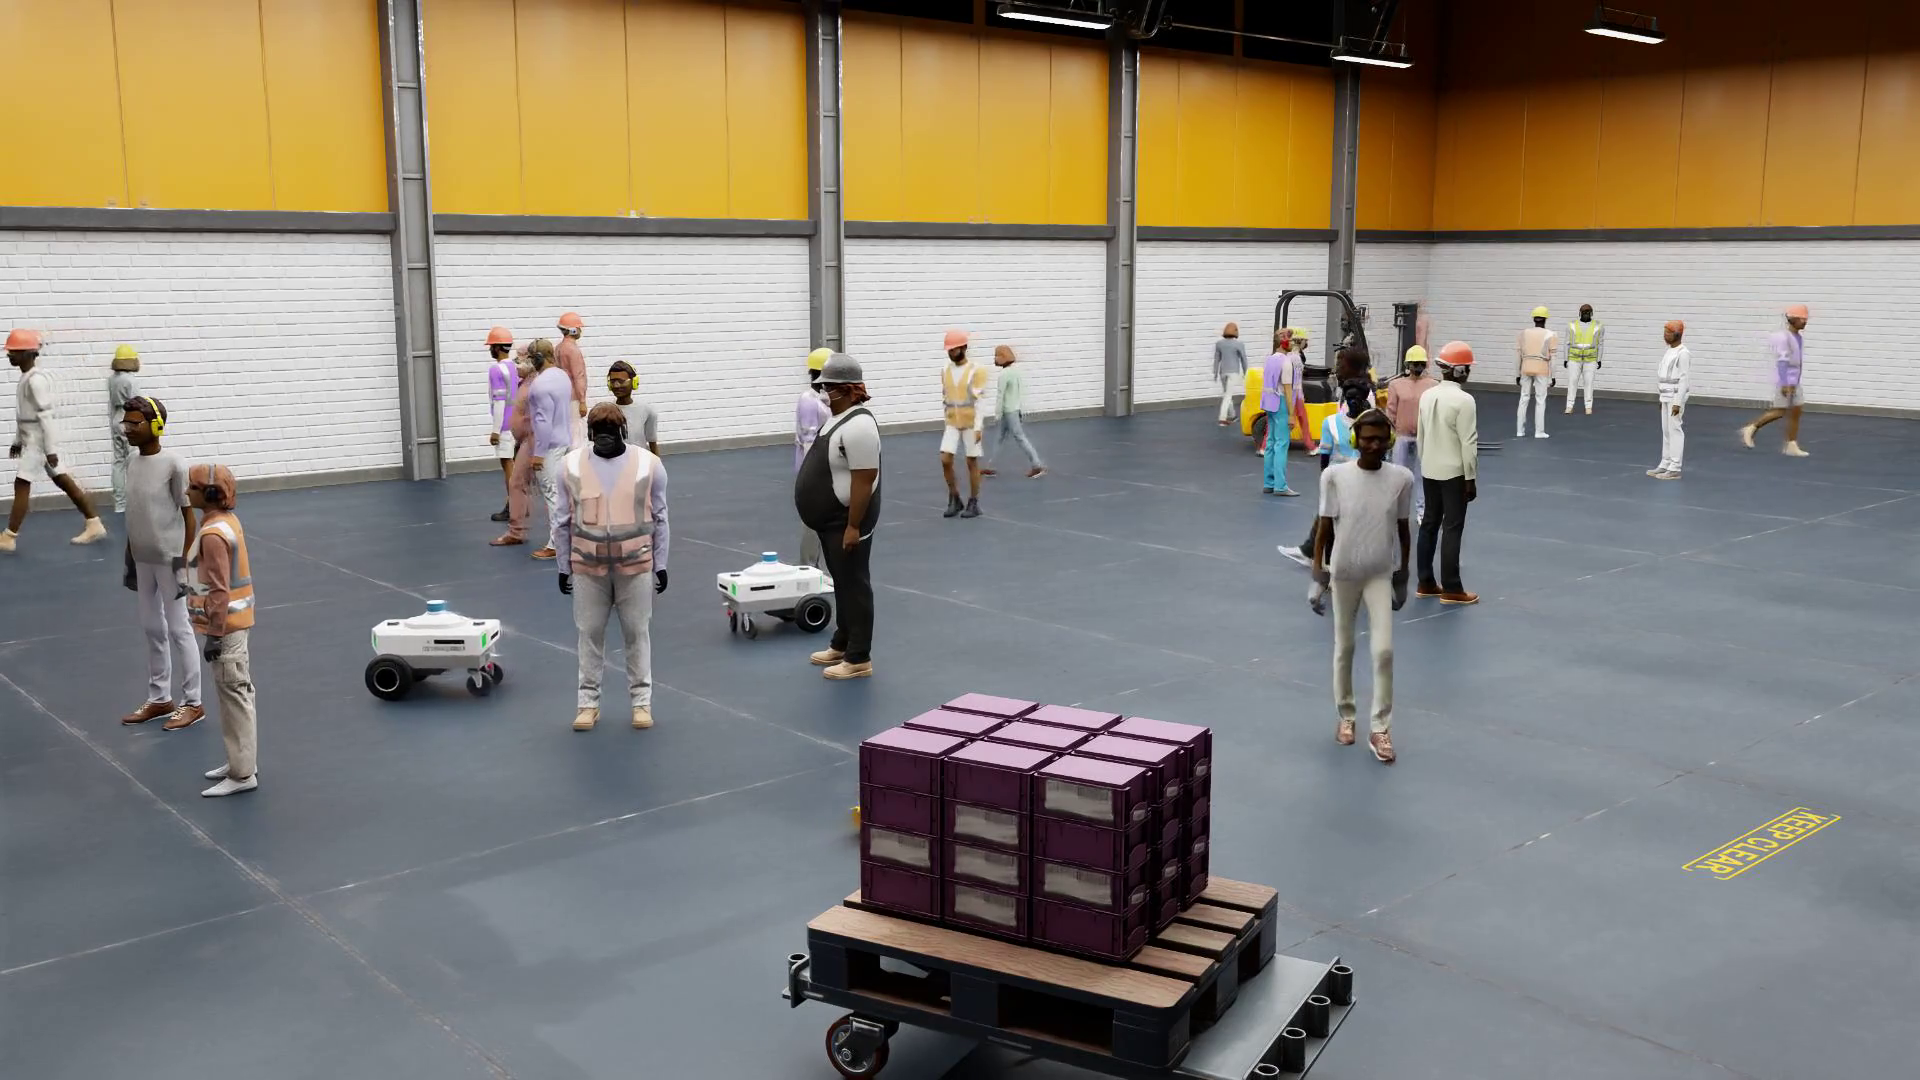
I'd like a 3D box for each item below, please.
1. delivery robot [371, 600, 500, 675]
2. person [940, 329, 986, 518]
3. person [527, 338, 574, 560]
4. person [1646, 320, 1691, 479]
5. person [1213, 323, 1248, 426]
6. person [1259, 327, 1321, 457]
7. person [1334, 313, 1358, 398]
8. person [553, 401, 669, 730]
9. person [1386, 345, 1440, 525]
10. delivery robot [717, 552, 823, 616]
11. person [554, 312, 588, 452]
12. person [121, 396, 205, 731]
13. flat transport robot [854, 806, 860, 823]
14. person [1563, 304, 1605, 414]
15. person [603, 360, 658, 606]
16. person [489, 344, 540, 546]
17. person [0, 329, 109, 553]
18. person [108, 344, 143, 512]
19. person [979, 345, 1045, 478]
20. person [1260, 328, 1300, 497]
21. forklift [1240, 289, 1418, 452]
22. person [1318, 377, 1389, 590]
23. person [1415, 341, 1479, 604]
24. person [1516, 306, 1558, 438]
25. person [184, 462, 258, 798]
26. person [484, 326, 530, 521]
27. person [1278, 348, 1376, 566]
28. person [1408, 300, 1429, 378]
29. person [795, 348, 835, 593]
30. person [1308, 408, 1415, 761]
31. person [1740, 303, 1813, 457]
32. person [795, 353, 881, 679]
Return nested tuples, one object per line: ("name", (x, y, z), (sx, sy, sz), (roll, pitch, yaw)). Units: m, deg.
("delivery robot", (-3.159, 0.607, 10.054), (0.707, 0.478, 0.477), (0, 10, 0))
("person", (0.019, -1.151, 16.676), (0.570, 1.912, 0.563), (5, 11, 28))
("person", (-3.567, -0.791, 14.489), (0.372, 1.933, 0.627), (1, 10, 6))
("person", (8.429, -1.658, 19.696), (0.353, 1.887, 0.573), (1, 10, 5))
("person", (4.251, -2.593, 26.052), (0.504, 1.587, 0.864), (8, 12, 39))
("person", (4.378, -1.920, 21.745), (0.931, 1.708, 0.539), (2, 10, 12))
("person", (5.737, -2.399, 24.231), (0.706, 1.824, 0.640), (-1, 10, -4))
("person", (-1.935, 0.147, 9.260), (0.632, 1.842, 0.429), (-1, 10, -7))
("person", (4.439, -1.021, 16.315), (0.533, 1.769, 0.310), (2, 10, 13))
("delivery robot", (-1.334, 0.327, 11.694), (0.707, 0.478, 0.477), (-5, 11, -27))
("person", (-4.456, -1.620, 19.150), (0.375, 1.997, 0.609), (-7, 12, -36))
("person", (-4.485, 0.130, 9.289), (0.521, 1.869, 0.328), (5, 11, 25))
("flat transport robot", (0.263, 1.171, 7.860), (1.431, 0.197, 0.652), (-8, 13, -41))
("person", (10.405, -3.017, 27.789), (0.633, 1.841, 0.429), (4, 10, 21))
("person", (-2.493, -0.404, 12.403), (0.518, 1.874, 0.329), (1, 10, 4))
("person", (-3.815, -0.870, 15.198), (0.955, 1.853, 0.640), (-2, 10, -12))
("person", (-8.274, -0.893, 14.936), (1.067, 1.999, 0.606), (-5, 11, -29))
("person", (-8.517, -1.134, 17.081), (0.550, 1.730, 0.391), (7, 12, 34))
("person", (0.617, -1.529, 19.812), (0.887, 1.587, 0.502), (3, 10, 16))
("person", (3.516, -1.404, 18.317), (0.389, 1.849, 0.567), (-2, 10, -14))
("forklift", (5.034, -2.339, 22.783), (2.313, 2.155, 1.214), (3, 10, 16))
("person", (3.086, -0.434, 13.087), (0.537, 1.695, 0.320), (2, 10, 14))
("person", (3.717, -0.511, 12.658), (0.375, 1.997, 0.612), (-4, 11, -23))
("person", (8.398, -2.439, 24.217), (0.601, 1.912, 0.422), (8, 13, 40))
("person", (-3.625, 0.431, 8.179), (0.309, 1.645, 0.514), (-3, 10, -19))
("person", (-4.538, -1.154, 16.598), (0.377, 1.938, 0.547), (2, 10, 14))
("person", (3.175, -0.656, 13.873), (0.978, 1.865, 0.613), (0, 10, -1))
("person", (8.121, -3.373, 29.832), (0.935, 1.859, 0.668), (-4, 10, -22))
("person", (-1.096, -0.551, 13.102), (0.386, 1.922, 0.594), (1, 10, 4))
("person", (2.111, 0.232, 8.783), (0.540, 1.841, 0.764), (2, 10, 10))
("person", (10.854, -2.112, 21.965), (0.613, 2.024, 0.790), (-7, 12, -36))
("person", (-0.767, -0.156, 10.456), (0.537, 2.000, 0.678), (-3, 10, -15))
